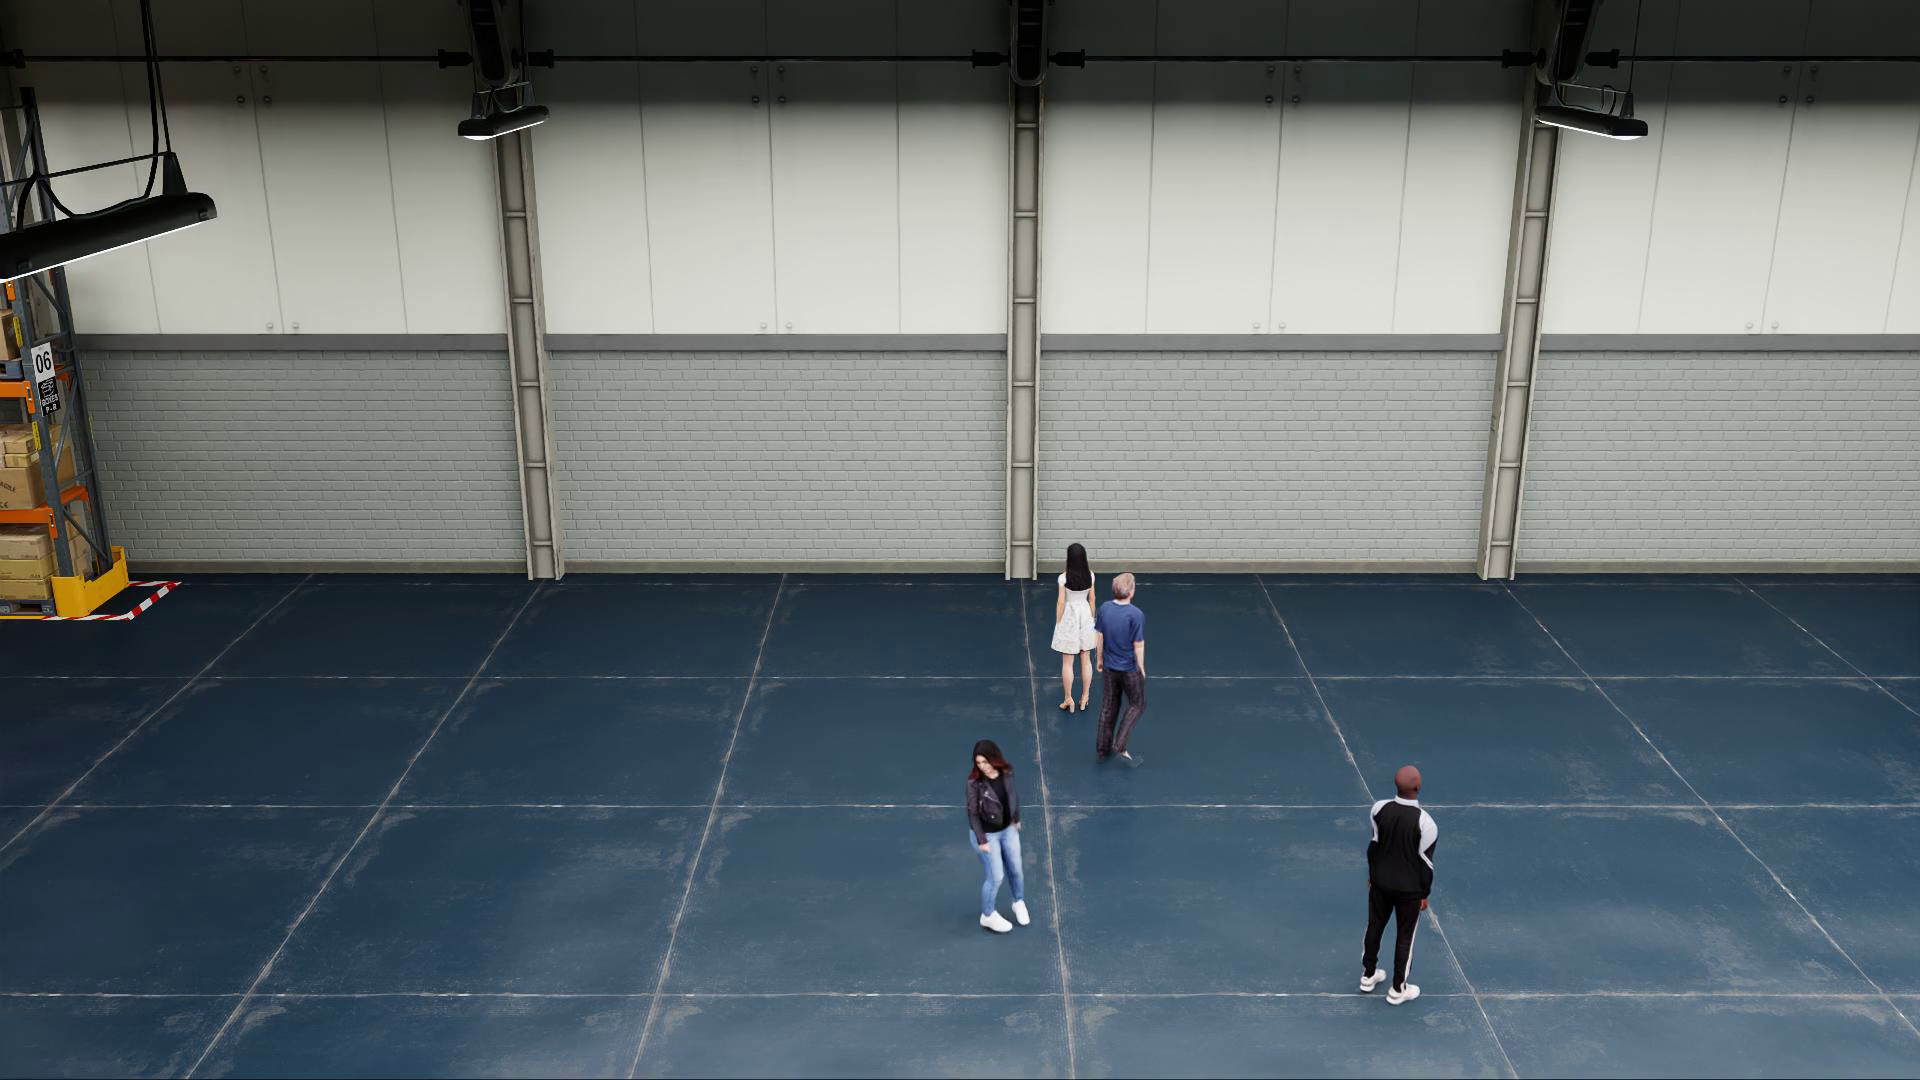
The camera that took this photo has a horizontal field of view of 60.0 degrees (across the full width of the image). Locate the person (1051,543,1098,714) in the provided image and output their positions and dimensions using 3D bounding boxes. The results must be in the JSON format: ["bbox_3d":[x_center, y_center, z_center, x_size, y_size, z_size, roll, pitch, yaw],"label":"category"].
[{"bbox_3d":[1.168,0.881,16.847,0.678,1.775,0.790,-6,19,-17],"label":"person"}]

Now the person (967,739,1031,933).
[{"bbox_3d":[0.213,2.271,12.844,0.850,1.610,0.755,15,23,38],"label":"person"}]

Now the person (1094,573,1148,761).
[{"bbox_3d":[1.498,1.223,15.653,0.802,1.864,0.873,12,22,33],"label":"person"}]

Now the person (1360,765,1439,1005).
[{"bbox_3d":[3.127,2.453,11.944,0.710,1.822,0.789,15,23,38],"label":"person"}]
